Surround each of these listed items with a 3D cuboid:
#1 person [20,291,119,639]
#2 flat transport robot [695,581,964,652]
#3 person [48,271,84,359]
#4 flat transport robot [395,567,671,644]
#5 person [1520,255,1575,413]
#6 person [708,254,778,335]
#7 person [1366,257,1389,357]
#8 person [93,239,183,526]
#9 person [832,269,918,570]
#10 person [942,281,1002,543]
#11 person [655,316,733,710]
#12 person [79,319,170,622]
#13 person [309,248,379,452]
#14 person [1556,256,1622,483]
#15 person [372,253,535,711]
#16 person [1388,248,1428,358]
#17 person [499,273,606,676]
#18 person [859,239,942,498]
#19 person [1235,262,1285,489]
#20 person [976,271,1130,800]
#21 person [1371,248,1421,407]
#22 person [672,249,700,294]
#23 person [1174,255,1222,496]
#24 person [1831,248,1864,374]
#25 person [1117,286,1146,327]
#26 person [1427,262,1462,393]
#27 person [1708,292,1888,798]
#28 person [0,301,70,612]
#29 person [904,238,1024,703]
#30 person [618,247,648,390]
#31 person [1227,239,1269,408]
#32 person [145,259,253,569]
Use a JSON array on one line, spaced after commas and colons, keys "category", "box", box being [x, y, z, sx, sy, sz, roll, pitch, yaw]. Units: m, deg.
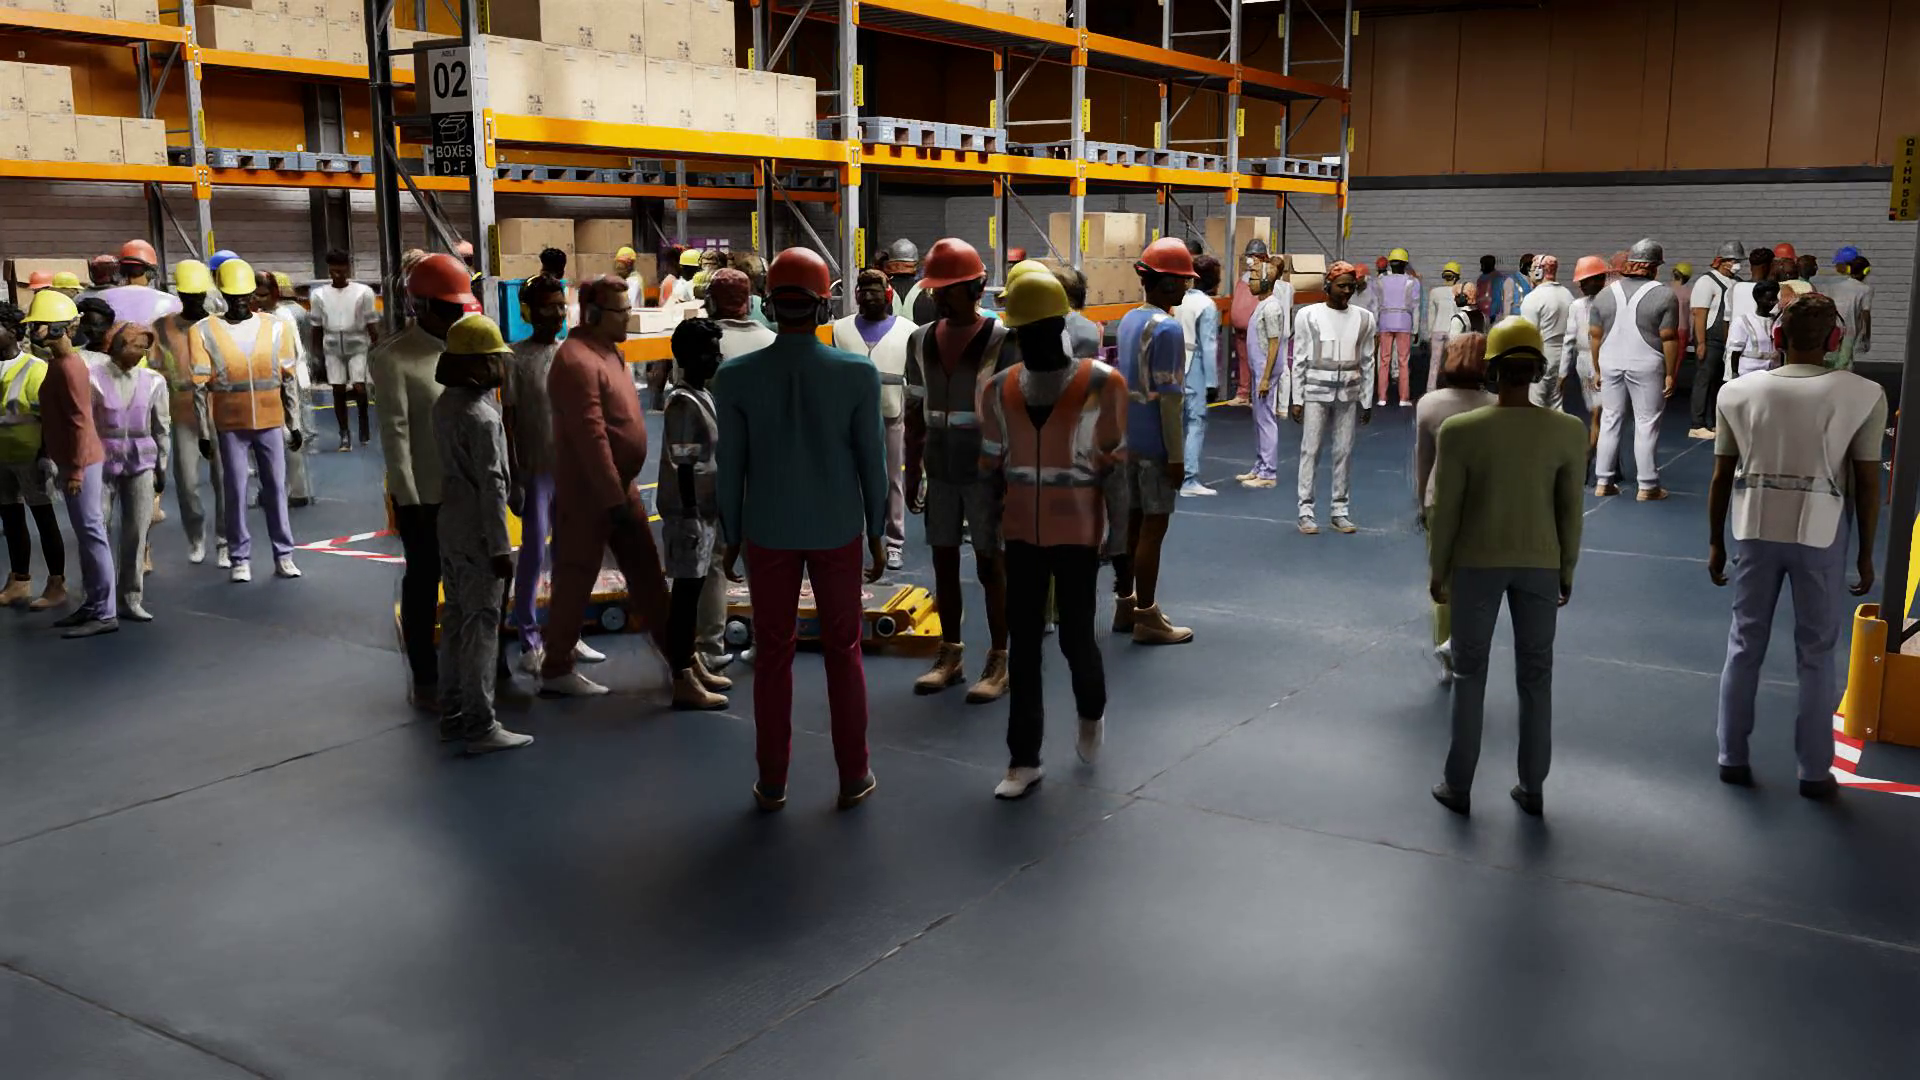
[{"category": "person", "box": [-4.551, -0.383, 8.510, 0.324, 1.769, 0.523, -6, 12, -30]}, {"category": "flat transport robot", "box": [-0.740, 0.369, 8.493, 1.431, 0.197, 0.652, 2, 10, 11]}, {"category": "person", "box": [-8.014, -1.541, 14.999, 0.325, 1.740, 0.492, -8, 13, -36]}, {"category": "flat transport robot", "box": [-2.199, 0.325, 8.734, 1.431, 0.197, 0.652, -4, 11, -22]}, {"category": "person", "box": [5.054, -1.527, 14.501, 0.646, 1.898, 0.398, -7, 13, -36]}, {"category": "person", "box": [-1.312, -0.851, 10.675, 0.642, 1.932, 0.461, 5, 11, 26]}, {"category": "person", "box": [6.836, -3.719, 27.034, 0.575, 1.749, 0.335, 4, 11, 22]}, {"category": "person", "box": [-5.837, -1.133, 11.952, 0.651, 2.018, 0.698, -2, 10, -9]}, {"category": "person", "box": [-0.522, -0.739, 10.261, 0.564, 1.847, 0.388, 1, 10, 8]}, {"category": "person", "box": [0.073, -0.908, 11.194, 0.382, 1.842, 0.581, -10, 14, -43]}, {"category": "person", "box": [-1.157, -0.123, 7.256, 0.322, 1.699, 0.536, 0, 10, -1]}, {"category": "person", "box": [-4.561, -0.388, 8.972, 0.575, 1.599, 0.653, -9, 14, -42]}, {"category": "person", "box": [-5.882, -1.817, 15.938, 0.639, 1.946, 0.457, -1, 10, -8]}, {"category": "person", "box": [5.200, -1.380, 13.720, 0.980, 1.876, 0.570, -7, 13, -35]}, {"category": "person", "box": [-2.127, -0.211, 6.999, 0.725, 1.961, 0.661, 6, 12, 28]}, {"category": "person", "box": [7.349, -3.875, 27.539, 0.656, 1.897, 0.748, -8, 13, -36]}, {"category": "person", "box": [-1.921, -0.311, 7.826, 0.328, 1.872, 0.514, 7, 12, 34]}, {"category": "person", "box": [-0.450, -1.346, 13.088, 0.691, 2.000, 0.535, 0, 10, -2]}, {"category": "person", "box": [2.466, -1.340, 13.594, 0.334, 1.845, 0.513, 0, 10, 2]}, {"category": "person", "box": [0.335, -0.024, 6.113, 0.624, 1.907, 0.612, 5, 11, 27]}, {"category": "person", "box": [5.286, -2.568, 20.199, 0.584, 1.919, 0.382, 4, 11, 21]}, {"category": "person", "box": [-2.977, -2.235, 18.361, 0.397, 1.918, 0.588, 1, 10, 6]}, {"category": "person", "box": [1.854, -1.297, 13.224, 0.438, 1.899, 0.592, -3, 11, -15]}, {"category": "person", "box": [10.804, -2.589, 20.334, 0.408, 1.929, 0.678, 4, 11, 22]}, {"category": "person", "box": [2.344, -2.962, 22.644, 0.429, 1.831, 0.634, 8, 13, 39]}, {"category": "person", "box": [6.034, -2.553, 20.571, 0.523, 1.759, 0.350, 8, 13, 38]}, {"category": "person", "box": [3.028, 0.023, 6.085, 0.563, 1.836, 0.386, 8, 13, 36]}, {"category": "person", "box": [-5.159, -0.455, 9.108, 0.537, 1.696, 0.318, 4, 11, 19]}, {"category": "person", "box": [0.000, -0.300, 7.332, 0.613, 2.030, 0.404, 6, 12, 31]}, {"category": "person", "box": [-4.460, -2.993, 22.532, 0.387, 1.926, 0.591, -6, 12, -29]}, {"category": "person", "box": [3.526, -2.610, 20.090, 0.538, 2.000, 0.683, -7, 12, -33]}, {"category": "person", "box": [-4.641, -0.754, 10.188, 0.621, 1.906, 0.446, -5, 11, -24]}]
